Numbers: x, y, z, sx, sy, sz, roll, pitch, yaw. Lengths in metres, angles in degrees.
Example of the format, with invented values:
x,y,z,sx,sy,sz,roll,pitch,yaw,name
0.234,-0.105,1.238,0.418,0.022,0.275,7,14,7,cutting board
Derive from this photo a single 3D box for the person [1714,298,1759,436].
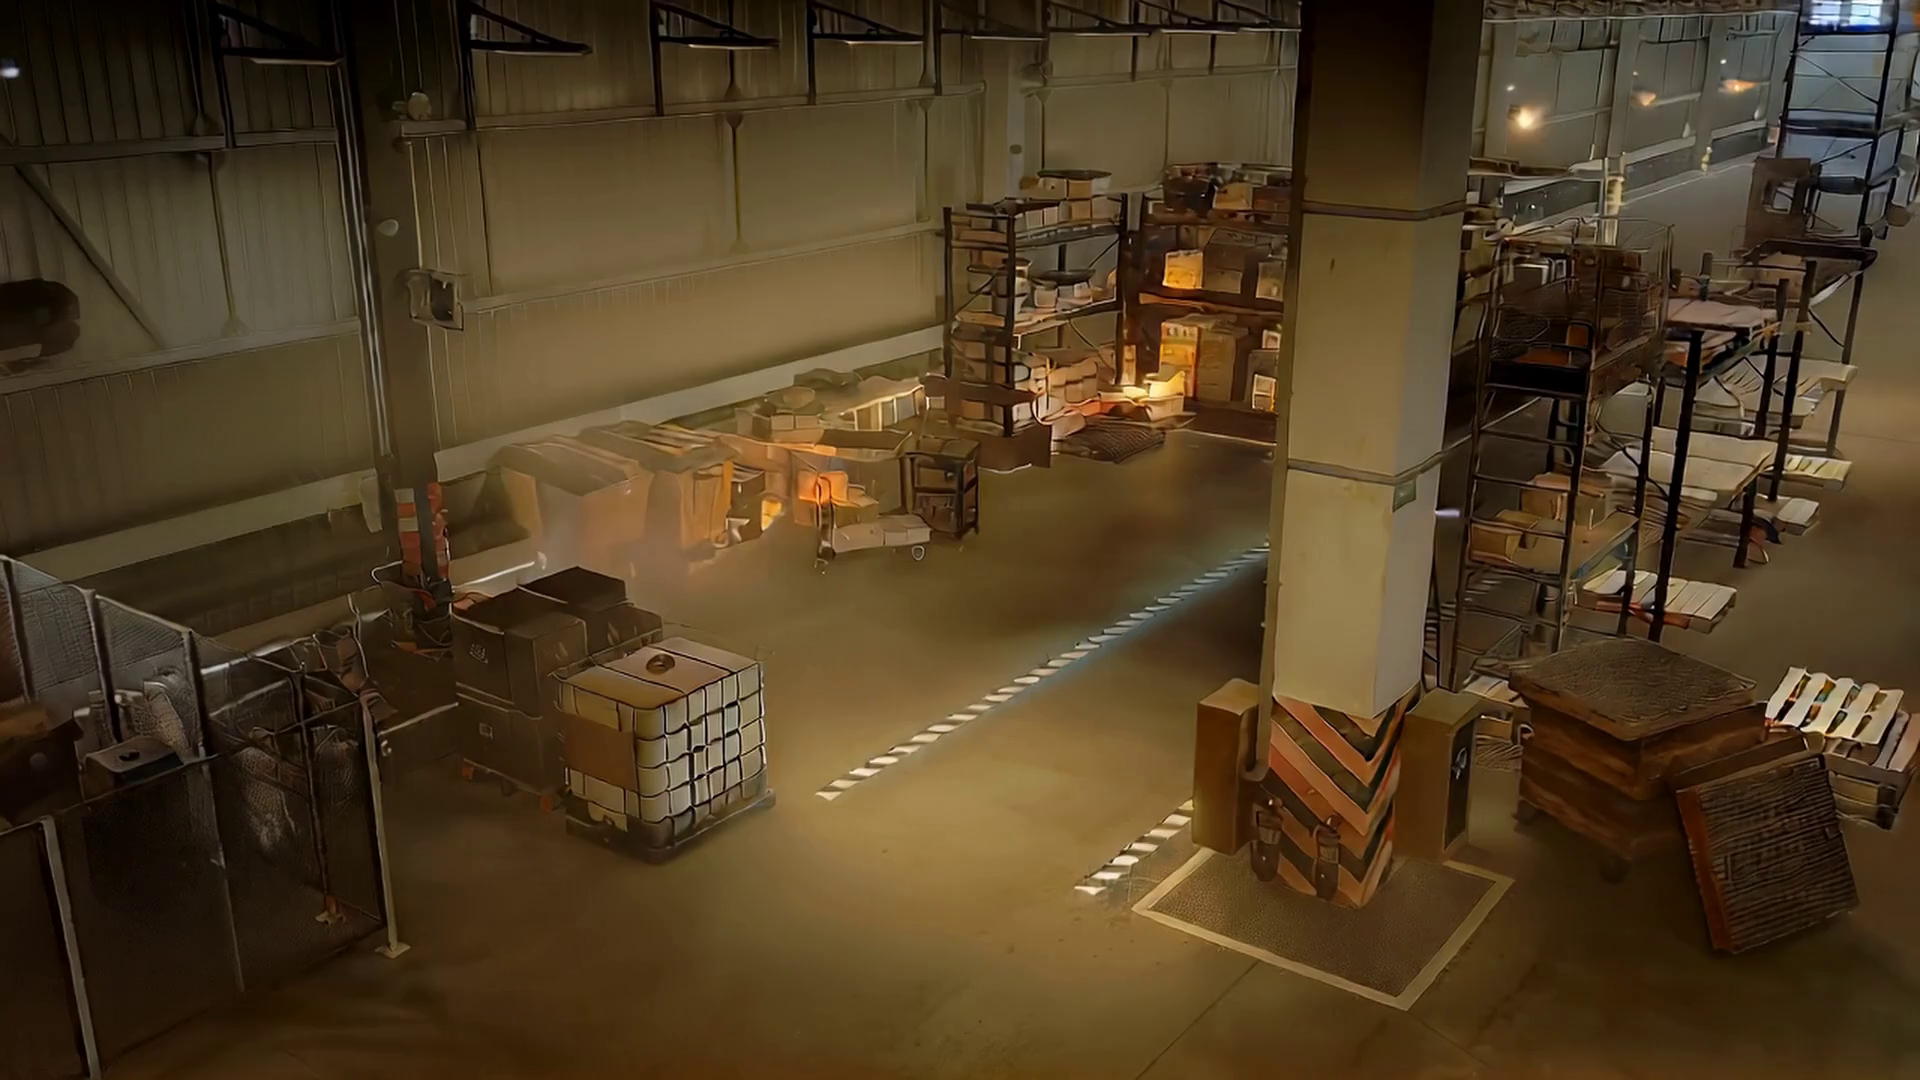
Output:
x,y,z,sx,sy,sz,roll,pitch,yaw,name
10.355,-2.226,21.946,0.624,1.919,0.651,9,20,26,person

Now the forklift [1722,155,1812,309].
x,y,z,sx,sy,sz,roll,pitch,yaw,name
15.436,-5.880,31.615,1.129,2.768,1.873,13,22,34,forklift
